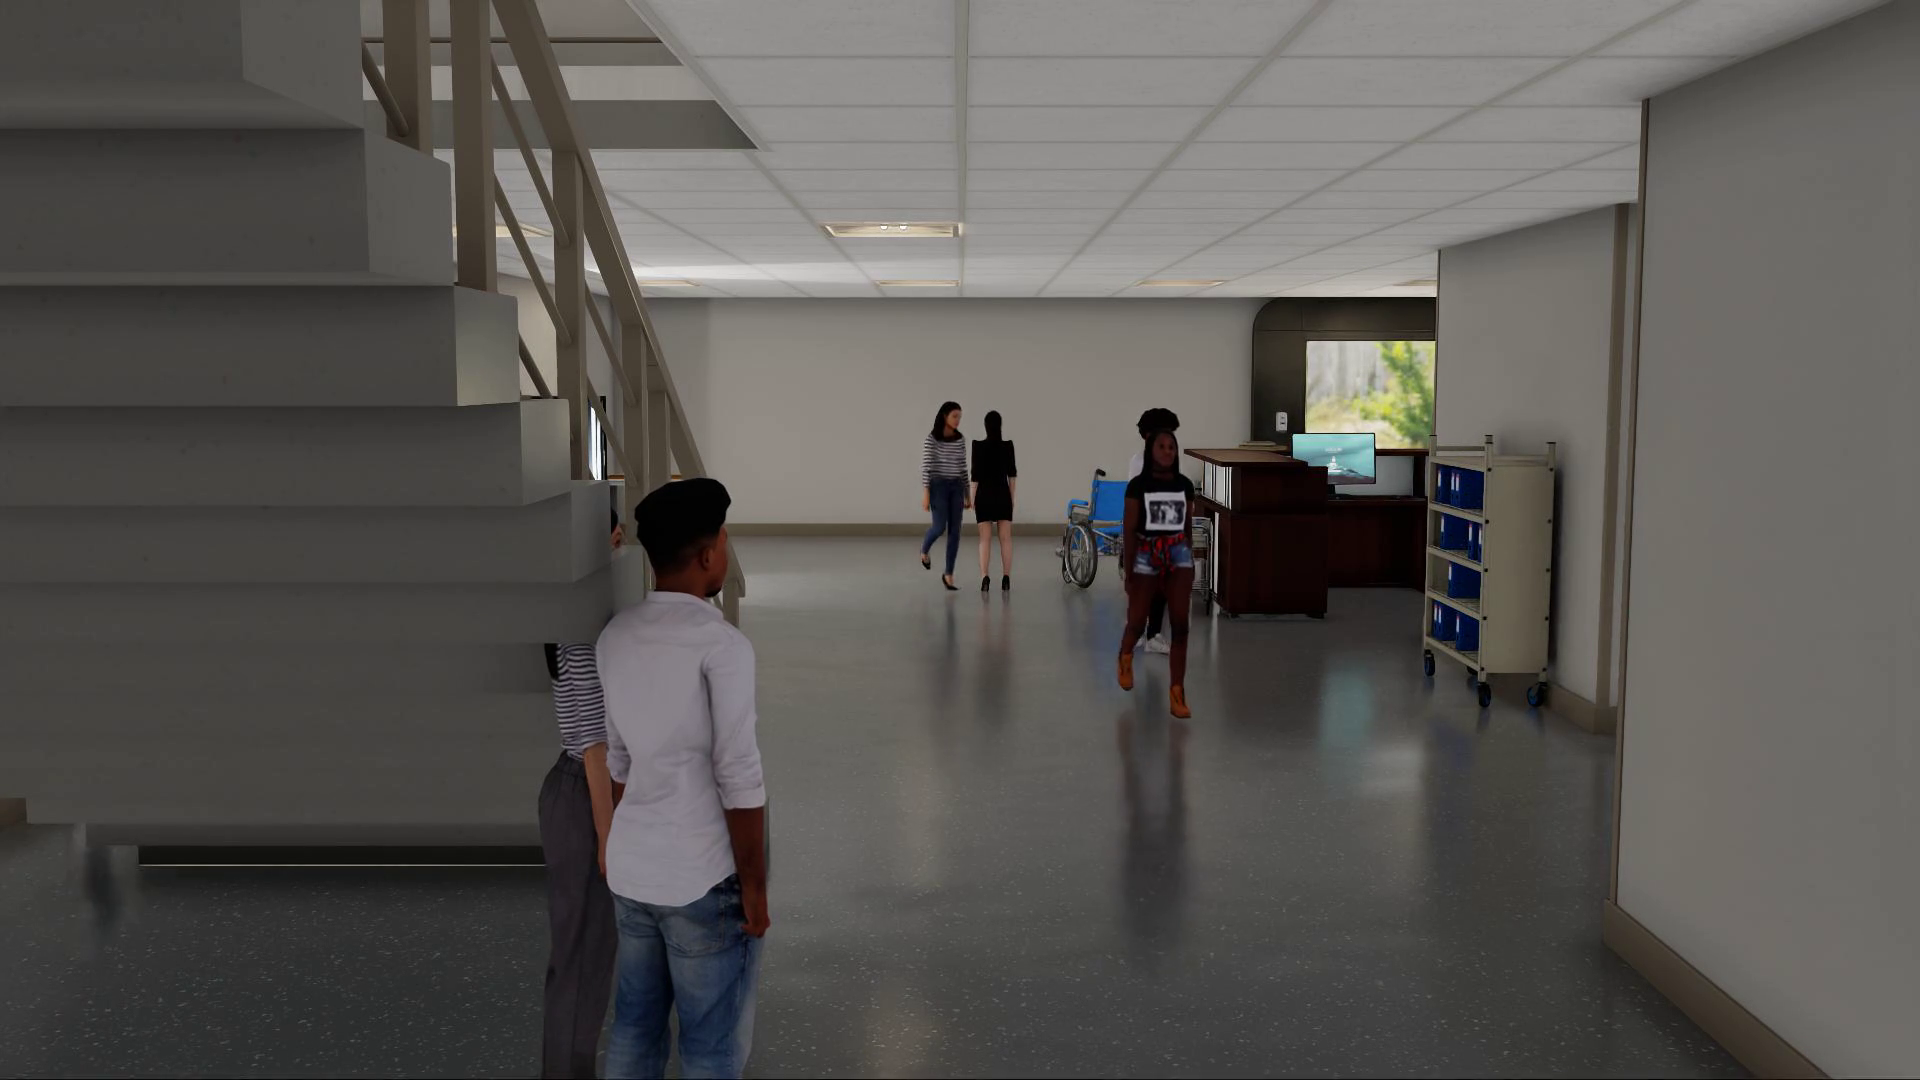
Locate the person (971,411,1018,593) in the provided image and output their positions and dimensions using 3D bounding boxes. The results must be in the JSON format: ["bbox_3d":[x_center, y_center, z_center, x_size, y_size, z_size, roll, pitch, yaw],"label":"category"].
[{"bbox_3d":[0.322,-0.366,15.655,0.610,1.700,0.551,-1,6,-6],"label":"person"}]

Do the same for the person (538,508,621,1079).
[{"bbox_3d":[-1.013,0.746,4.440,0.710,1.731,0.549,-1,6,-15],"label":"person"}]

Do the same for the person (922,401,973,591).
[{"bbox_3d":[-0.182,-0.405,15.676,0.865,1.773,0.960,-4,7,-33],"label":"person"}]

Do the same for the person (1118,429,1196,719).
[{"bbox_3d":[1.170,0.199,10.042,0.730,1.700,1.144,-1,6,-10],"label":"person"}]

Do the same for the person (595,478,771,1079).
[{"bbox_3d":[-0.674,0.755,3.971,0.728,1.809,0.761,4,7,37],"label":"person"}]

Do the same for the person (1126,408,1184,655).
[{"bbox_3d":[1.376,-0.064,12.154,0.810,1.801,0.856,-3,7,-30],"label":"person"}]
